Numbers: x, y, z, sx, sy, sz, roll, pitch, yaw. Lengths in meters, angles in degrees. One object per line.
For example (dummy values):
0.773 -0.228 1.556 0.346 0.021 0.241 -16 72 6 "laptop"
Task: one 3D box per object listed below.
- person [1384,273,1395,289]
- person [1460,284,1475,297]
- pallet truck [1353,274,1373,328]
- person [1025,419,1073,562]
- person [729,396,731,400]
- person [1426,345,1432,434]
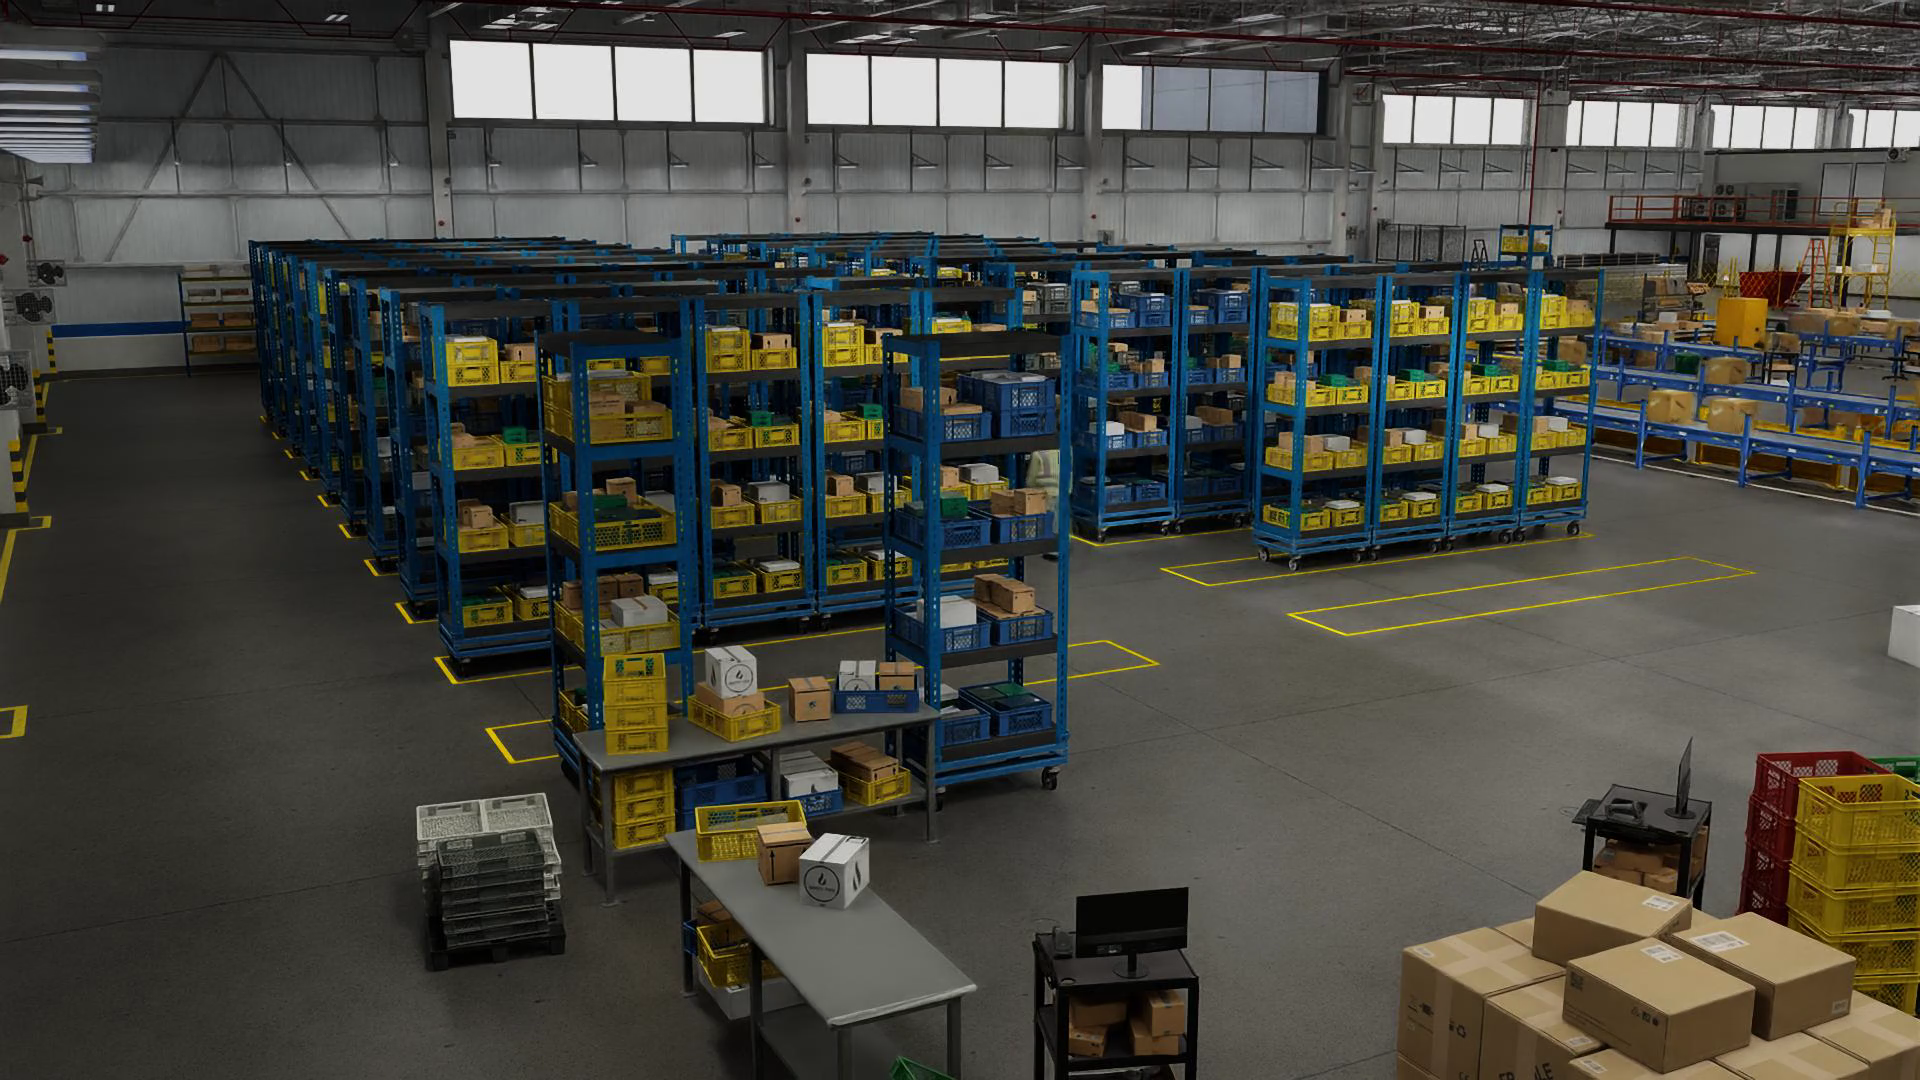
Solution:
13.689 -7.656 53.614 0.410 1.909 0.643 -9 15 -36 "person"
15.588 -7.253 51.407 0.615 2.042 0.375 -4 13 -18 "person"
13.011 -8.050 55.243 0.823 1.965 1.885 -7 14 -28 "pallet truck"
1.063 -0.645 21.036 0.633 1.806 0.669 -8 14 -33 "person"
-4.685 -3.170 32.857 0.558 1.815 0.558 -5 13 -21 "person"
8.168 -2.449 29.182 0.419 1.939 0.610 0 12 0 "person"
